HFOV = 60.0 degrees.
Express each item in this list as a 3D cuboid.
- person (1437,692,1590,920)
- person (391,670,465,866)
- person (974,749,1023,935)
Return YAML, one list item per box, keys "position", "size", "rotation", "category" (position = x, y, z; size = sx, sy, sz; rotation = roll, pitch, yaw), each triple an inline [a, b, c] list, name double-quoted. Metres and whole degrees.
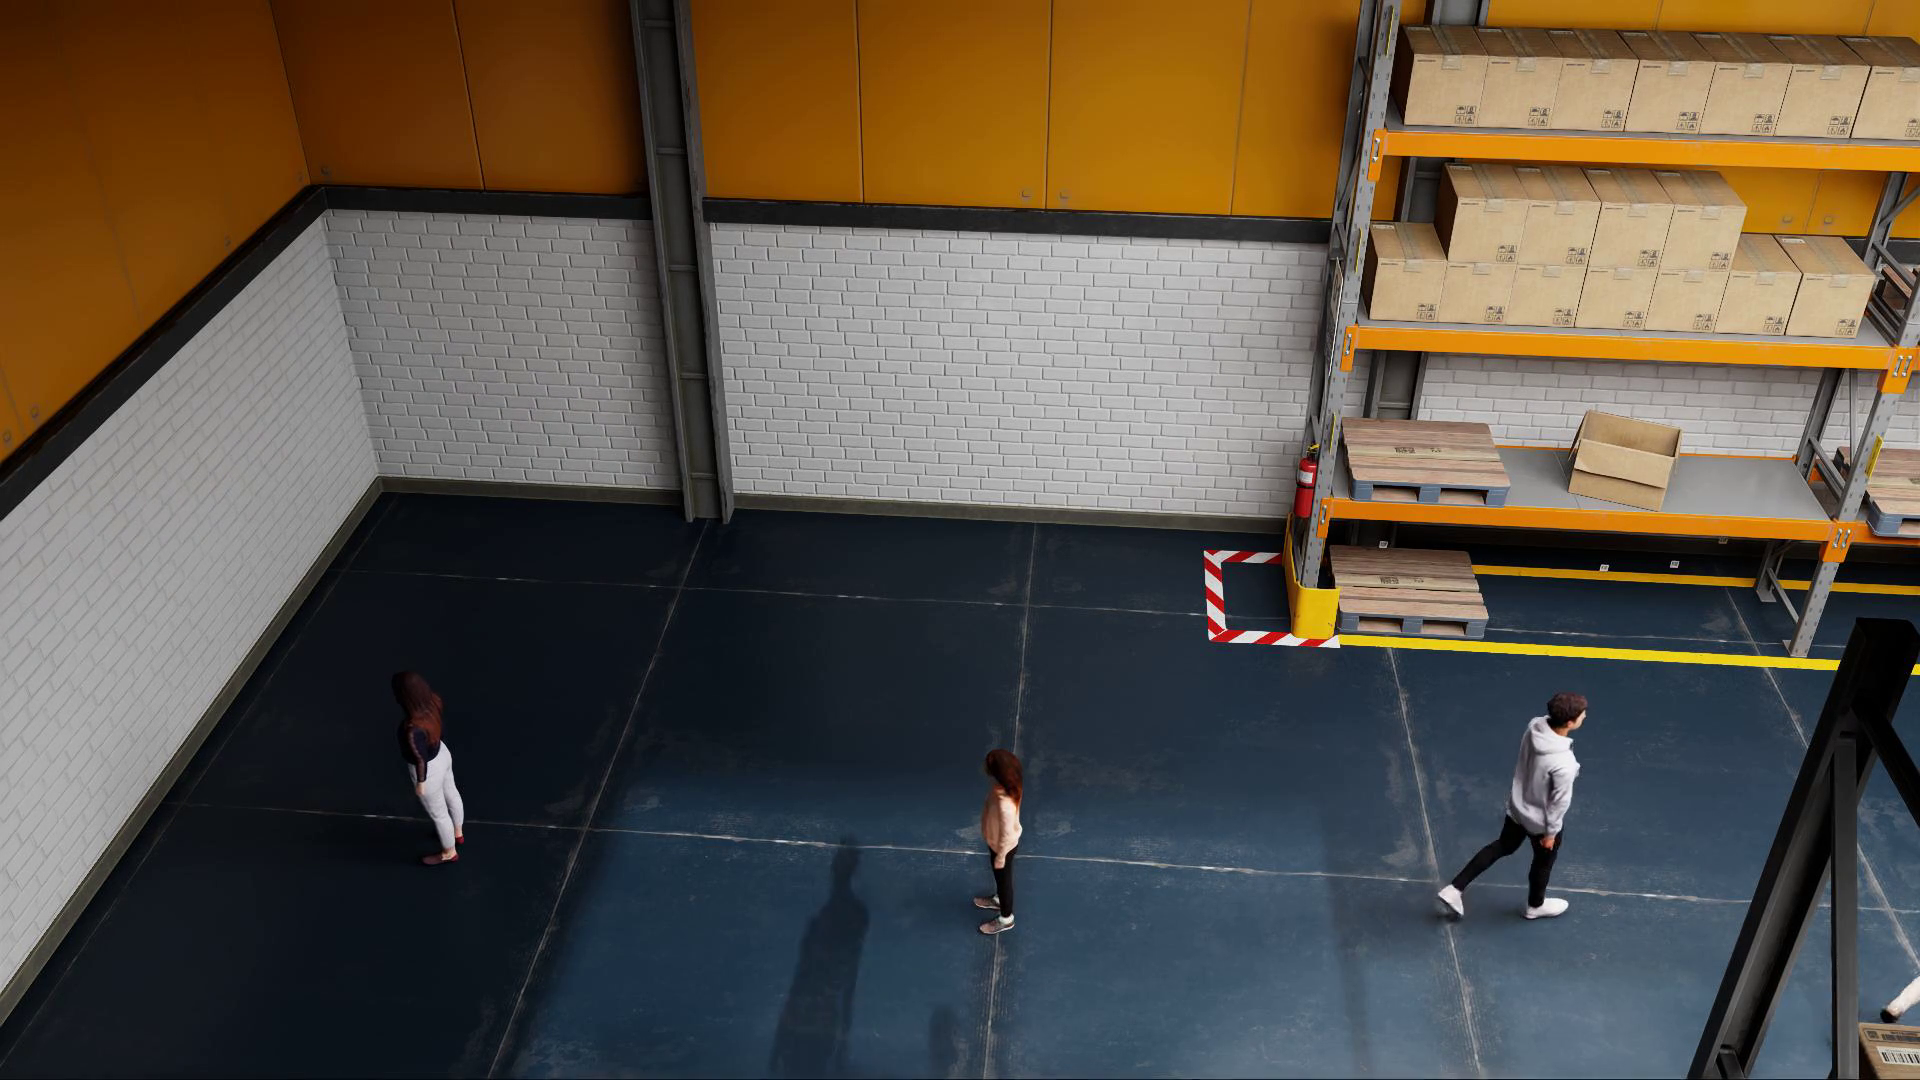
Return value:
- position: [3.593, 1.742, 10.654]
  size: [1.254, 1.905, 0.955]
  rotation: [-9, 35, -13]
  category: "person"
- position: [-3.597, 1.525, 11.246]
  size: [0.517, 1.610, 0.587]
  rotation: [3, 34, 4]
  category: "person"
- position: [0.264, 1.925, 10.760]
  size: [0.567, 1.481, 0.606]
  rotation: [-3, 34, -5]
  category: "person"
